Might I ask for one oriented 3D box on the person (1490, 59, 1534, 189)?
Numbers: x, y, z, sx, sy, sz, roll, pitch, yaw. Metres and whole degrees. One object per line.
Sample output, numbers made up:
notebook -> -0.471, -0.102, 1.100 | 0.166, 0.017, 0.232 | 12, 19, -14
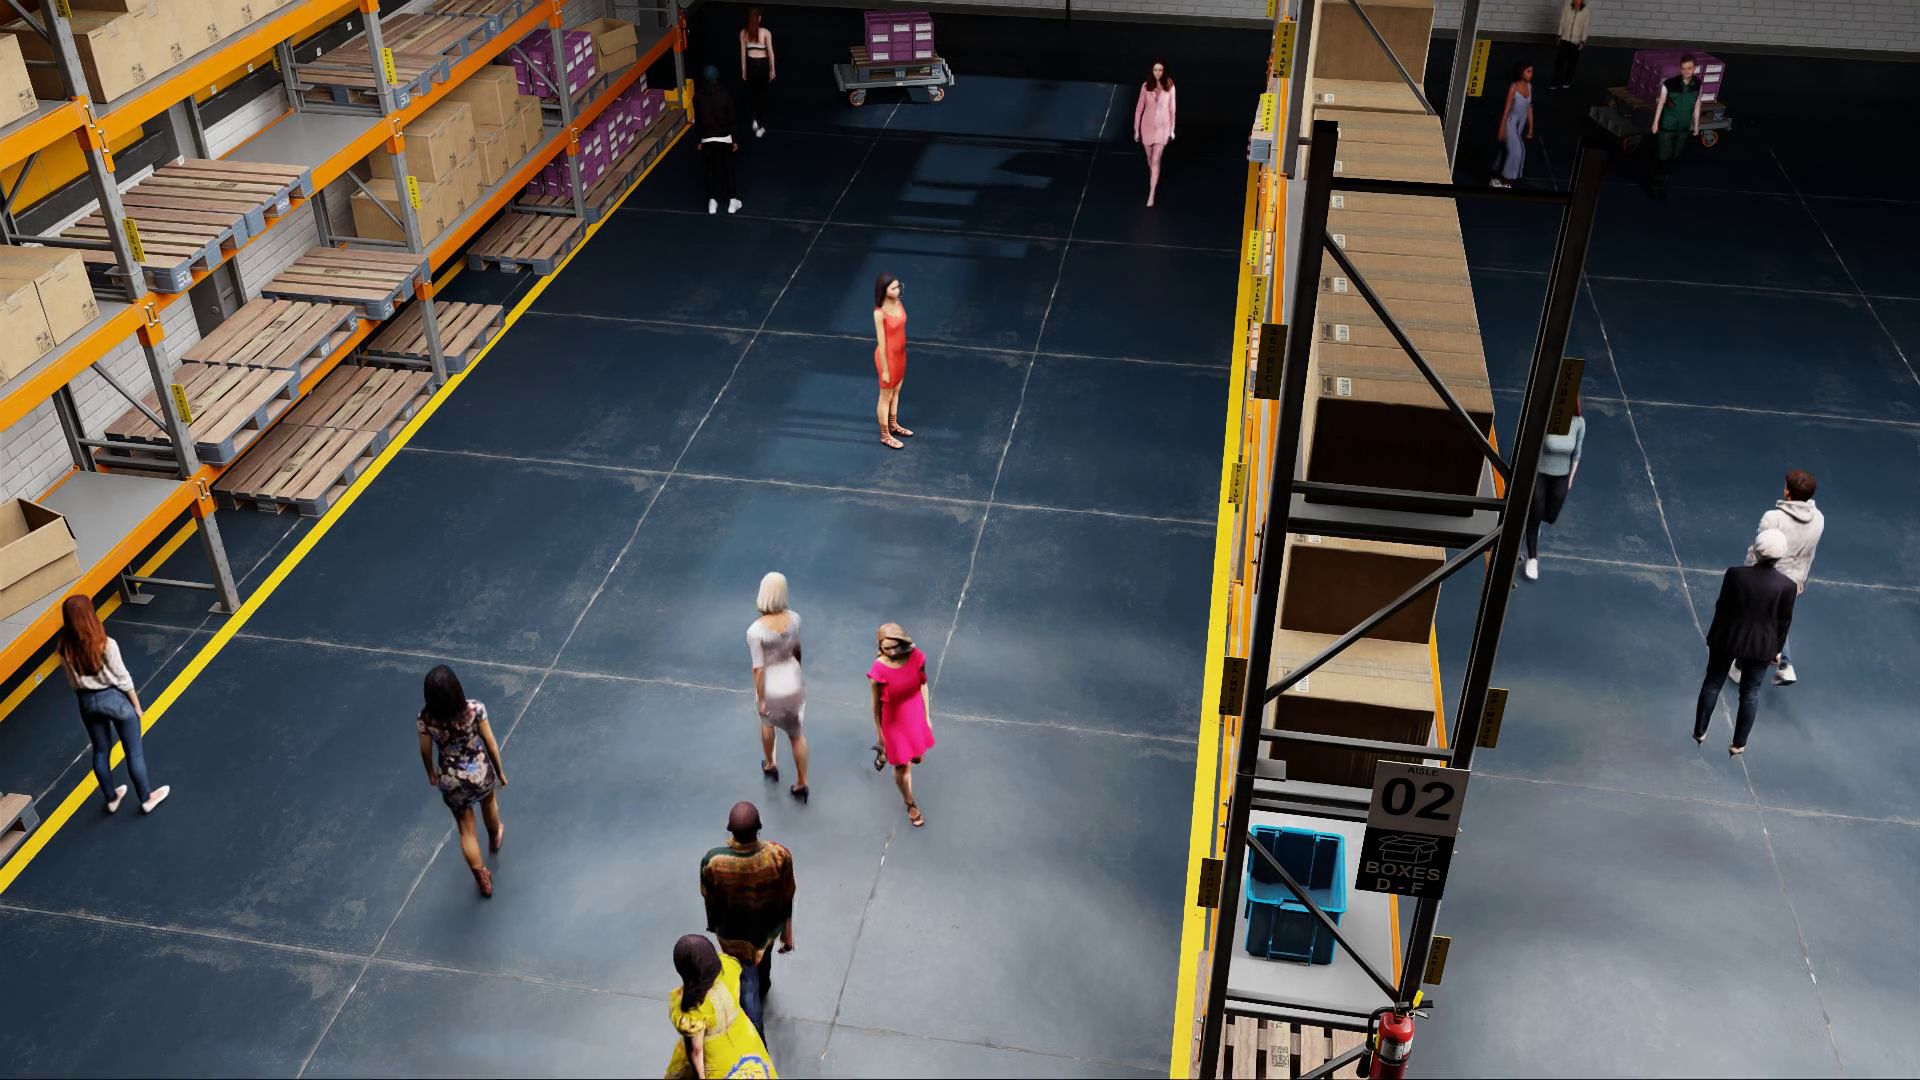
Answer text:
person -> 6.836, -5.181, 20.786 | 0.838, 1.678, 0.898 | -21, 39, -28

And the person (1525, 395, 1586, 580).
person -> 4.840, -0.527, 13.737 | 0.571, 1.730, 0.840 | 5, 34, 8

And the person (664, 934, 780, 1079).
person -> -1.226, 2.772, 8.879 | 1.122, 1.615, 1.243 | 18, 38, 25

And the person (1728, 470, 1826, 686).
person -> 6.065, 0.367, 12.294 | 0.891, 1.839, 1.025 | -8, 35, -12

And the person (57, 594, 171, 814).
person -> -5.795, 1.117, 11.271 | 0.614, 1.723, 0.587 | 1, 34, 1

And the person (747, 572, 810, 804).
person -> -1.196, 1.069, 11.353 | 0.811, 1.712, 0.889 | -23, 40, -30

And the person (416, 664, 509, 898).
person -> -3.145, 1.576, 10.592 | 0.872, 1.710, 1.007 | -10, 35, -14

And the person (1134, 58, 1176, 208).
person -> 2.425, -5.087, 20.572 | 0.710, 1.758, 1.141 | 8, 35, 12

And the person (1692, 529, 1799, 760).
person -> 5.238, 0.693, 11.023 | 0.794, 1.780, 0.705 | 17, 37, 24

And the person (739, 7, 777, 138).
person -> -2.739, -6.261, 22.361 | 0.579, 1.734, 0.585 | 5, 34, 8

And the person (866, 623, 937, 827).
person -> -0.435, 1.175, 11.200 | 0.896, 1.705, 0.966 | -20, 39, -27

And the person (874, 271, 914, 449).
person -> -0.652, -1.692, 15.500 | 0.684, 1.719, 0.526 | 12, 36, 18

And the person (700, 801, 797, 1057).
person -> -1.191, 2.277, 9.484 | 1.000, 1.769, 1.276 | -7, 34, -10

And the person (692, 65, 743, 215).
person -> -2.962, -4.873, 20.198 | 0.701, 1.817, 0.608 | 1, 34, 1

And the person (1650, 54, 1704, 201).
person -> 8.804, -5.134, 20.586 | 0.757, 1.822, 0.758 | -4, 34, -6

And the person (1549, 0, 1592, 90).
person -> 8.925, -7.300, 24.193 | 0.724, 1.435, 0.883 | 15, 37, 22
